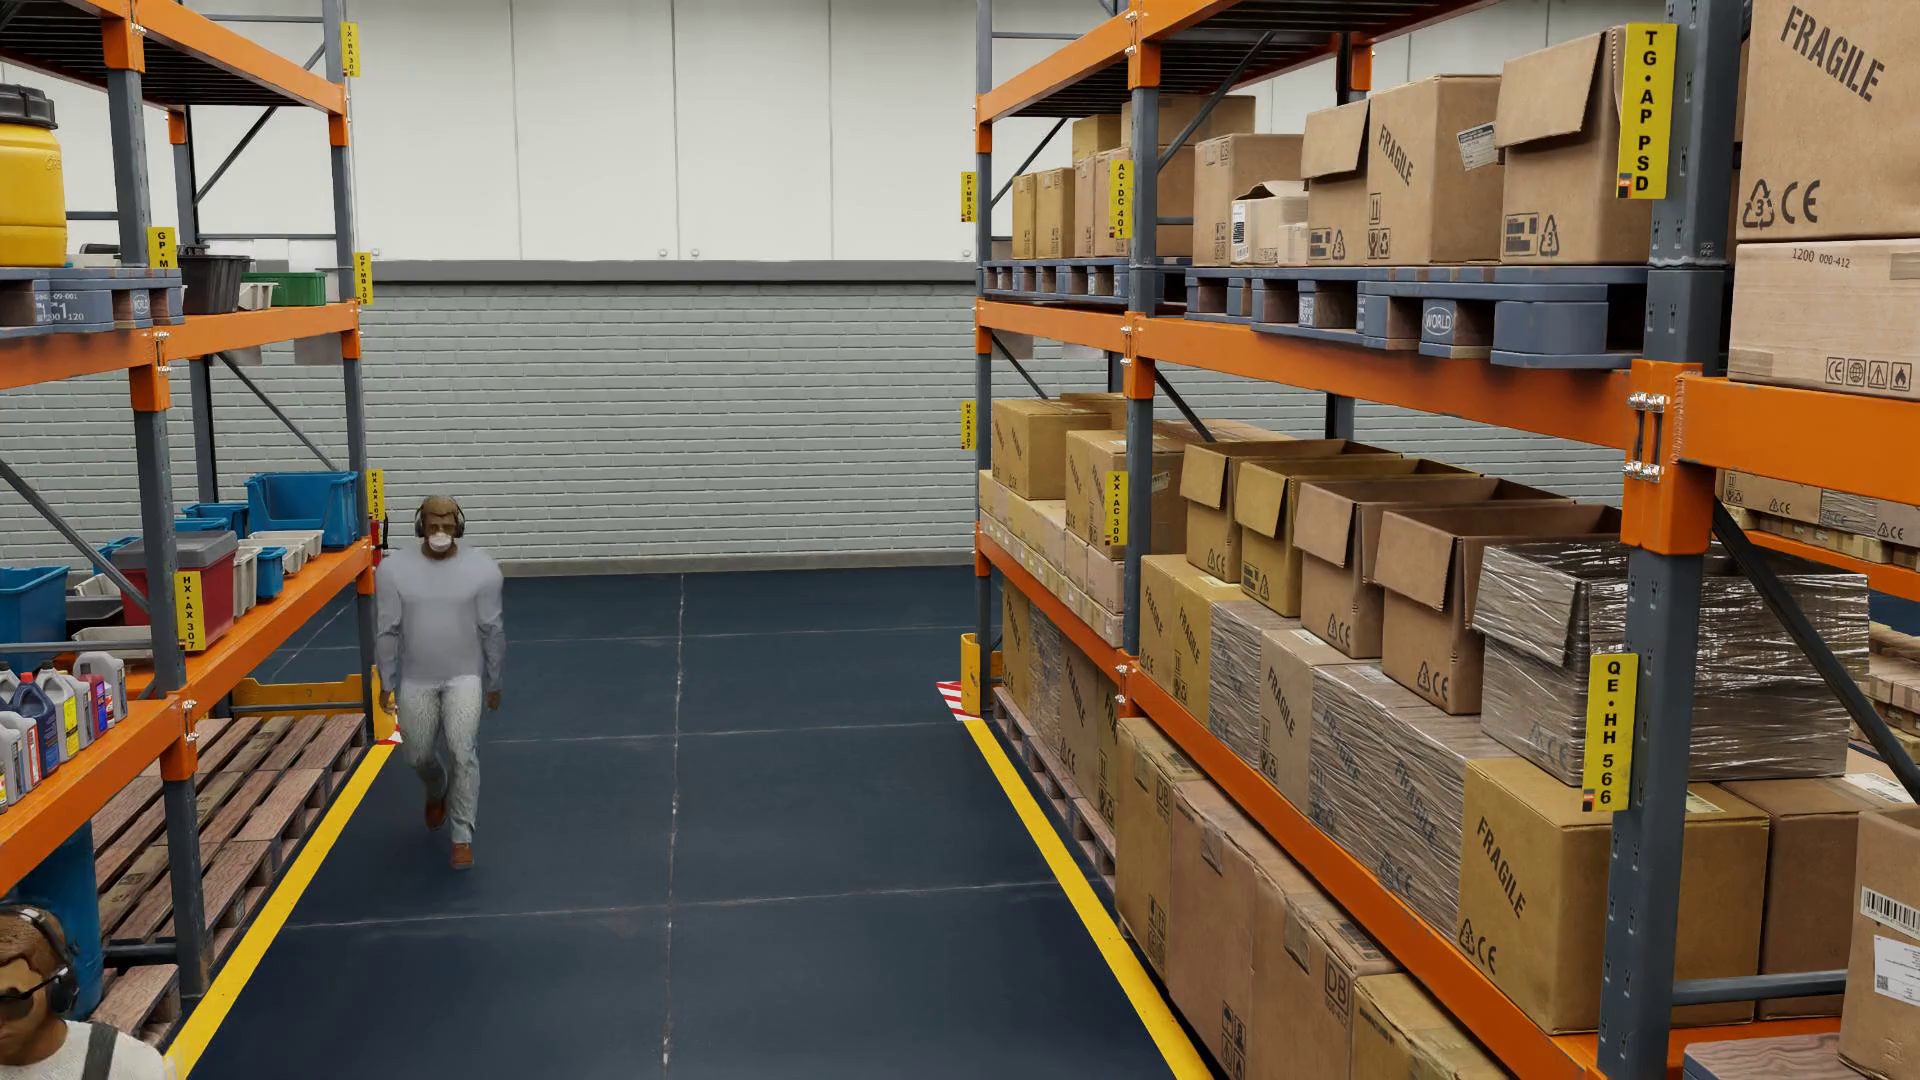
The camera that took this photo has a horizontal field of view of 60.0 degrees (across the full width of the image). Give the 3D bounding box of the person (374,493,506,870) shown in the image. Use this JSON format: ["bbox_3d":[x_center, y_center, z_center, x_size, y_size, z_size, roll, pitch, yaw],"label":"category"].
[{"bbox_3d":[-2.654,0.699,8.564,0.640,1.919,0.622,-2,9,-12],"label":"person"}]

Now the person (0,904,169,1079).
[{"bbox_3d":[-1.832,1.607,3.335,0.536,1.792,0.950,-2,9,-11],"label":"person"}]
